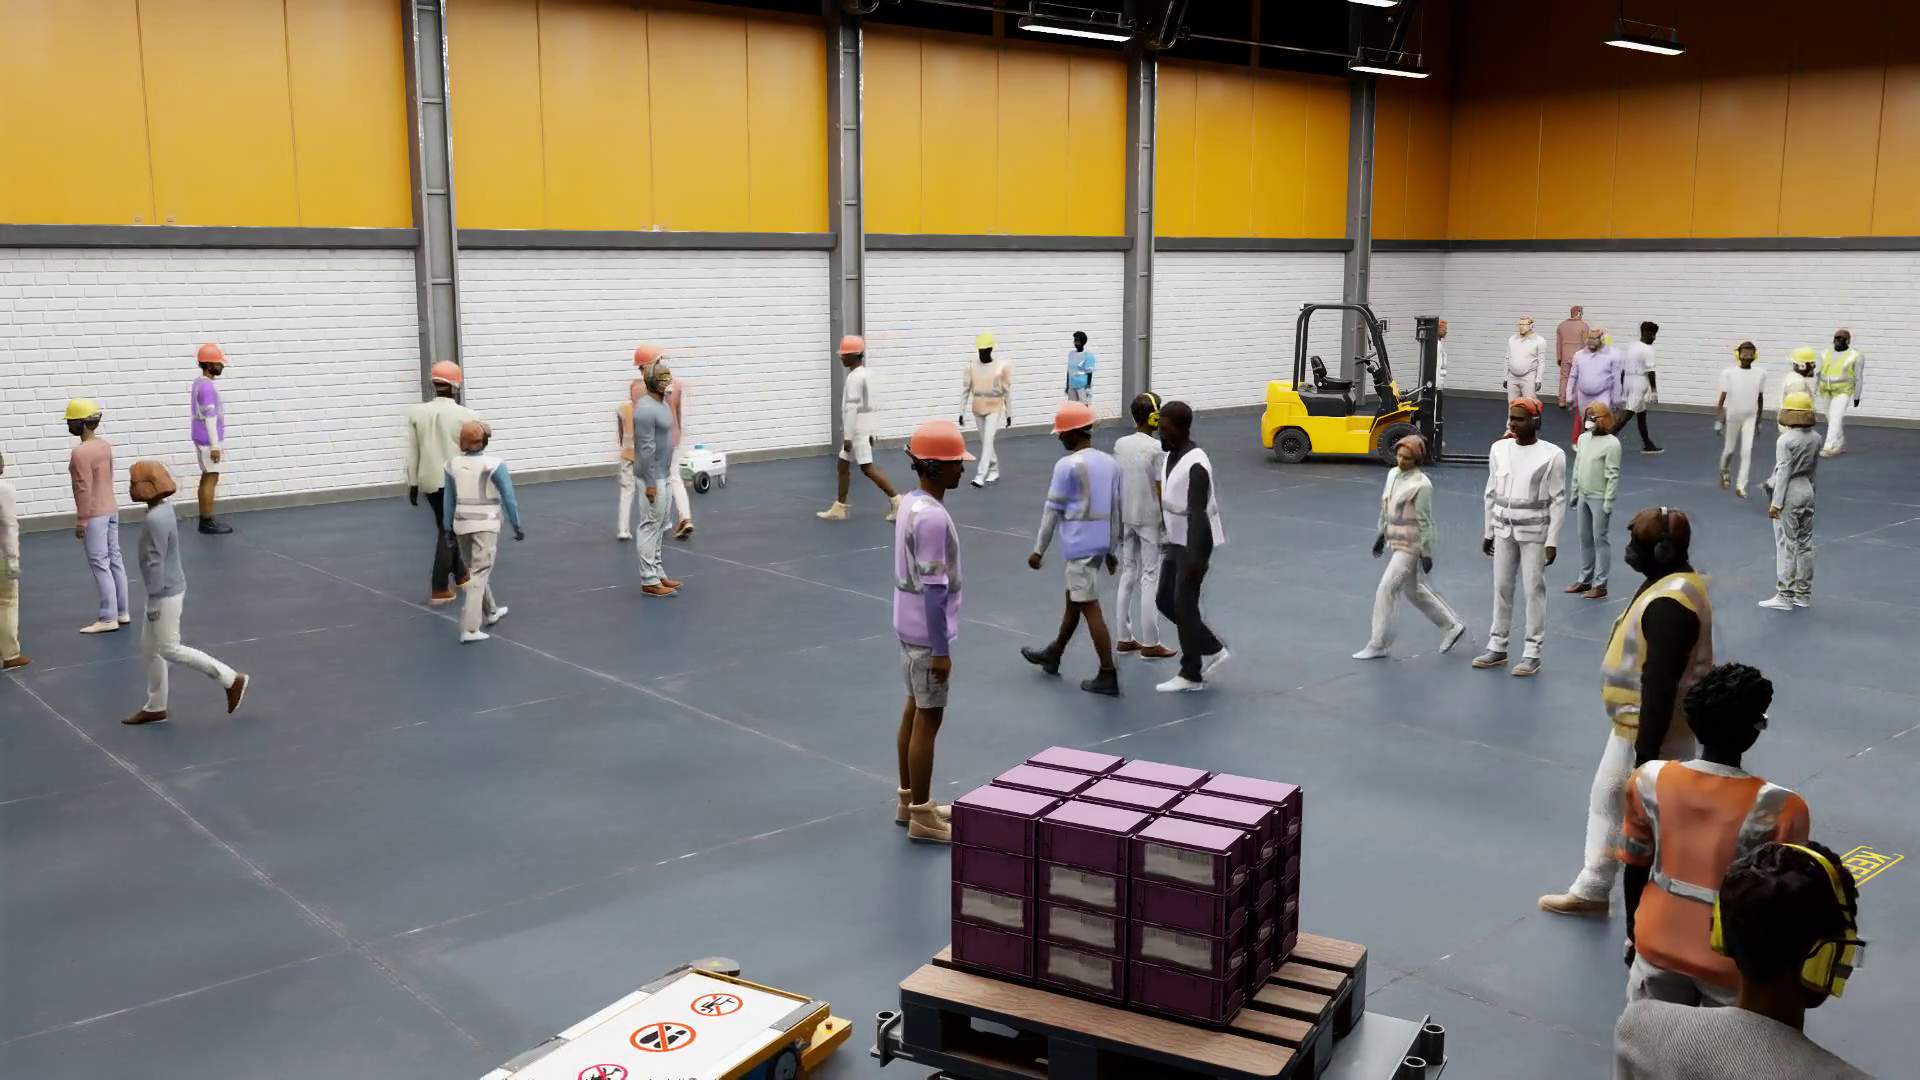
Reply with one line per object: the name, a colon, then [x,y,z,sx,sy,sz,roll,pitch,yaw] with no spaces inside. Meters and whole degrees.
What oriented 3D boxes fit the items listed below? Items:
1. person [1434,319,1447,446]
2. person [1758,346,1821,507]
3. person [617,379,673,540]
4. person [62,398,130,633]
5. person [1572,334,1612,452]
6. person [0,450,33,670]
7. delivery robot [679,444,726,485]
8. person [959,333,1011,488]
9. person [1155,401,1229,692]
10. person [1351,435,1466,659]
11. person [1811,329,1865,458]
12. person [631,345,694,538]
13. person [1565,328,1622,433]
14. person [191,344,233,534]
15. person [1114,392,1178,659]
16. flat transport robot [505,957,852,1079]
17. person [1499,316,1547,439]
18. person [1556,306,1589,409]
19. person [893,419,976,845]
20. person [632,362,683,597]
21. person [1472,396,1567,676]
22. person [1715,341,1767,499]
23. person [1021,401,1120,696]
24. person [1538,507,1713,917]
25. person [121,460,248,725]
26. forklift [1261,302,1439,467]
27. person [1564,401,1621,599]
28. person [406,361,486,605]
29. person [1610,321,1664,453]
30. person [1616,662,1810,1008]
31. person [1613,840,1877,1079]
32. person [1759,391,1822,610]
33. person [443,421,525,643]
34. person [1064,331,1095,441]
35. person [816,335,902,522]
person: [7.049,-2.335,24.721,0.360,1.881,0.575,1,10,7]
person: [9.273,-1.243,18.492,0.489,1.821,0.611,4,10,22]
person: [-3.206,-0.812,16.644,0.505,1.594,0.830,2,10,10]
person: [-6.502,-0.184,12.469,0.326,1.767,0.533,-1,10,-5]
person: [9.030,-2.066,23.631,0.551,1.708,0.933,-1,10,-7]
person: [-6.549,0.131,11.081,0.530,1.605,0.727,1,10,5]
delivery robot: [-3.133,-0.911,19.989,0.477,0.478,0.707,5,11,27]
person: [0.303,-1.599,20.438,0.612,1.870,1.012,4,11,23]
person: [1.479,0.045,10.752,0.462,1.895,0.635,-2,10,-12]
person: [3.178,0.048,11.609,0.808,1.593,0.508,-1,10,-6]
person: [12.394,-2.079,23.493,0.964,1.800,0.625,-6,11,-32]
person: [-2.992,-0.979,16.626,0.625,1.945,0.973,-8,12,-39]
person: [8.345,-1.870,22.049,0.669,1.859,0.958,9,13,42]
person: [-7.606,-1.019,16.920,0.417,1.925,0.560,-6,11,-31]
person: [1.289,-0.104,11.690,0.333,1.873,0.520,-8,12,-39]
flat transport robot: [-1.021,1.757,5.467,0.652,0.197,1.431,6,11,30]
person: [8.585,-2.462,25.392,0.638,1.910,0.407,9,13,44]
person: [11.321,-3.360,30.674,0.402,1.901,0.639,-8,12,-39]
person: [-0.122,0.435,8.031,0.396,2.042,0.610,-2,10,-10]
person: [-2.522,-0.505,13.837,0.379,1.940,0.629,1,10,4]
person: [3.782,-0.028,11.212,0.358,1.882,0.574,-8,12,-37]
person: [9.190,-1.438,19.624,0.522,1.839,0.880,3,10,14]
person: [0.708,0.040,10.844,0.951,1.879,0.538,8,12,38]
person: [2.955,0.759,6.859,0.902,1.811,0.623,3,10,19]
person: [-4.703,0.315,9.978,0.653,1.615,0.501,-5,11,-25]
forklift: [5.320,-2.157,22.763,2.313,2.155,1.214,3,10,16]
person: [5.228,-0.329,13.724,0.291,1.633,0.506,-3,10,-15]
person: [-4.156,-0.493,13.722,0.644,1.947,0.967,2,10,12]
person: [9.558,-2.147,23.568,1.027,1.911,0.649,-1,10,-8]
person: [2.107,1.179,4.683,0.322,1.697,0.532,-8,12,-39]
person: [1.330,1.413,2.832,0.333,1.865,0.520,-8,12,-39]
person: [6.643,-0.315,13.299,0.493,1.742,0.322,-6,11,-30]
person: [-3.509,-0.076,12.328,0.535,1.602,0.831,4,10,20]
person: [1.806,-2.311,25.135,0.317,1.694,0.539,-8,12,-38]
person: [-1.004,-1.168,17.580,1.003,2.008,0.605,1,10,4]
